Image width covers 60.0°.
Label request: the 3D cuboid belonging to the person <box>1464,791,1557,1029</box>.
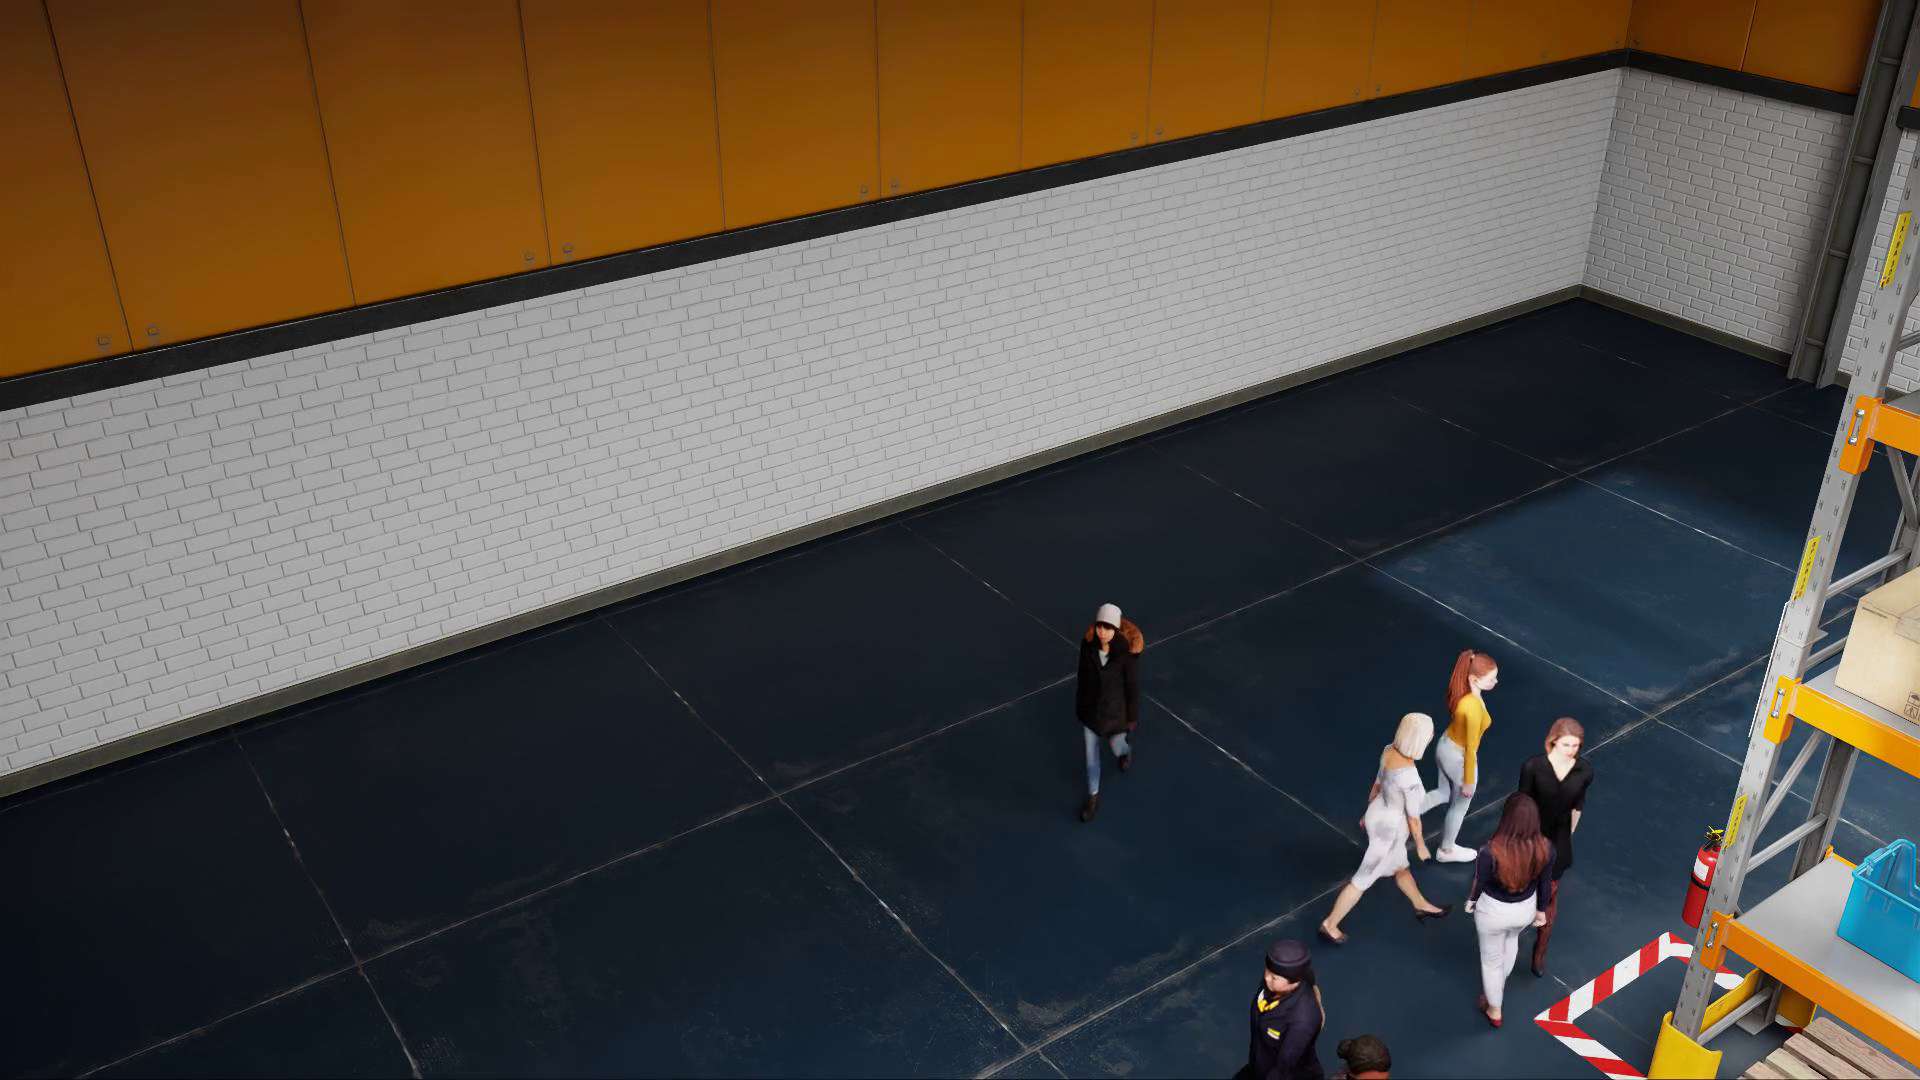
[{"bbox_3d":[3.174,2.185,9.609,0.726,1.591,0.787,-3,29,-6],"label":"person"}]

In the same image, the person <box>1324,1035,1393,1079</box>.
[{"bbox_3d":[1.859,3.001,8.042,0.594,1.660,0.644,-15,32,-26],"label":"person"}]

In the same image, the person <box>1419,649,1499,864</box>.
[{"bbox_3d":[3.142,1.446,10.813,0.964,1.736,0.989,-2,29,-4],"label":"person"}]

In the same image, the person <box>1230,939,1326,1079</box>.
[{"bbox_3d":[1.730,2.731,8.546,0.911,1.651,0.908,-8,30,-14],"label":"person"}]

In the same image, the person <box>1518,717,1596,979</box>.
[{"bbox_3d":[3.557,1.775,10.289,1.021,1.660,1.096,4,29,7],"label":"person"}]

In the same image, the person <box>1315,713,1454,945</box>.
[{"bbox_3d":[2.525,1.822,10.166,1.014,1.695,1.133,-2,29,-5],"label":"person"}]

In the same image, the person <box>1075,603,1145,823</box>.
[{"bbox_3d":[1.036,1.133,11.514,1.007,1.614,0.981,12,31,20],"label":"person"}]
